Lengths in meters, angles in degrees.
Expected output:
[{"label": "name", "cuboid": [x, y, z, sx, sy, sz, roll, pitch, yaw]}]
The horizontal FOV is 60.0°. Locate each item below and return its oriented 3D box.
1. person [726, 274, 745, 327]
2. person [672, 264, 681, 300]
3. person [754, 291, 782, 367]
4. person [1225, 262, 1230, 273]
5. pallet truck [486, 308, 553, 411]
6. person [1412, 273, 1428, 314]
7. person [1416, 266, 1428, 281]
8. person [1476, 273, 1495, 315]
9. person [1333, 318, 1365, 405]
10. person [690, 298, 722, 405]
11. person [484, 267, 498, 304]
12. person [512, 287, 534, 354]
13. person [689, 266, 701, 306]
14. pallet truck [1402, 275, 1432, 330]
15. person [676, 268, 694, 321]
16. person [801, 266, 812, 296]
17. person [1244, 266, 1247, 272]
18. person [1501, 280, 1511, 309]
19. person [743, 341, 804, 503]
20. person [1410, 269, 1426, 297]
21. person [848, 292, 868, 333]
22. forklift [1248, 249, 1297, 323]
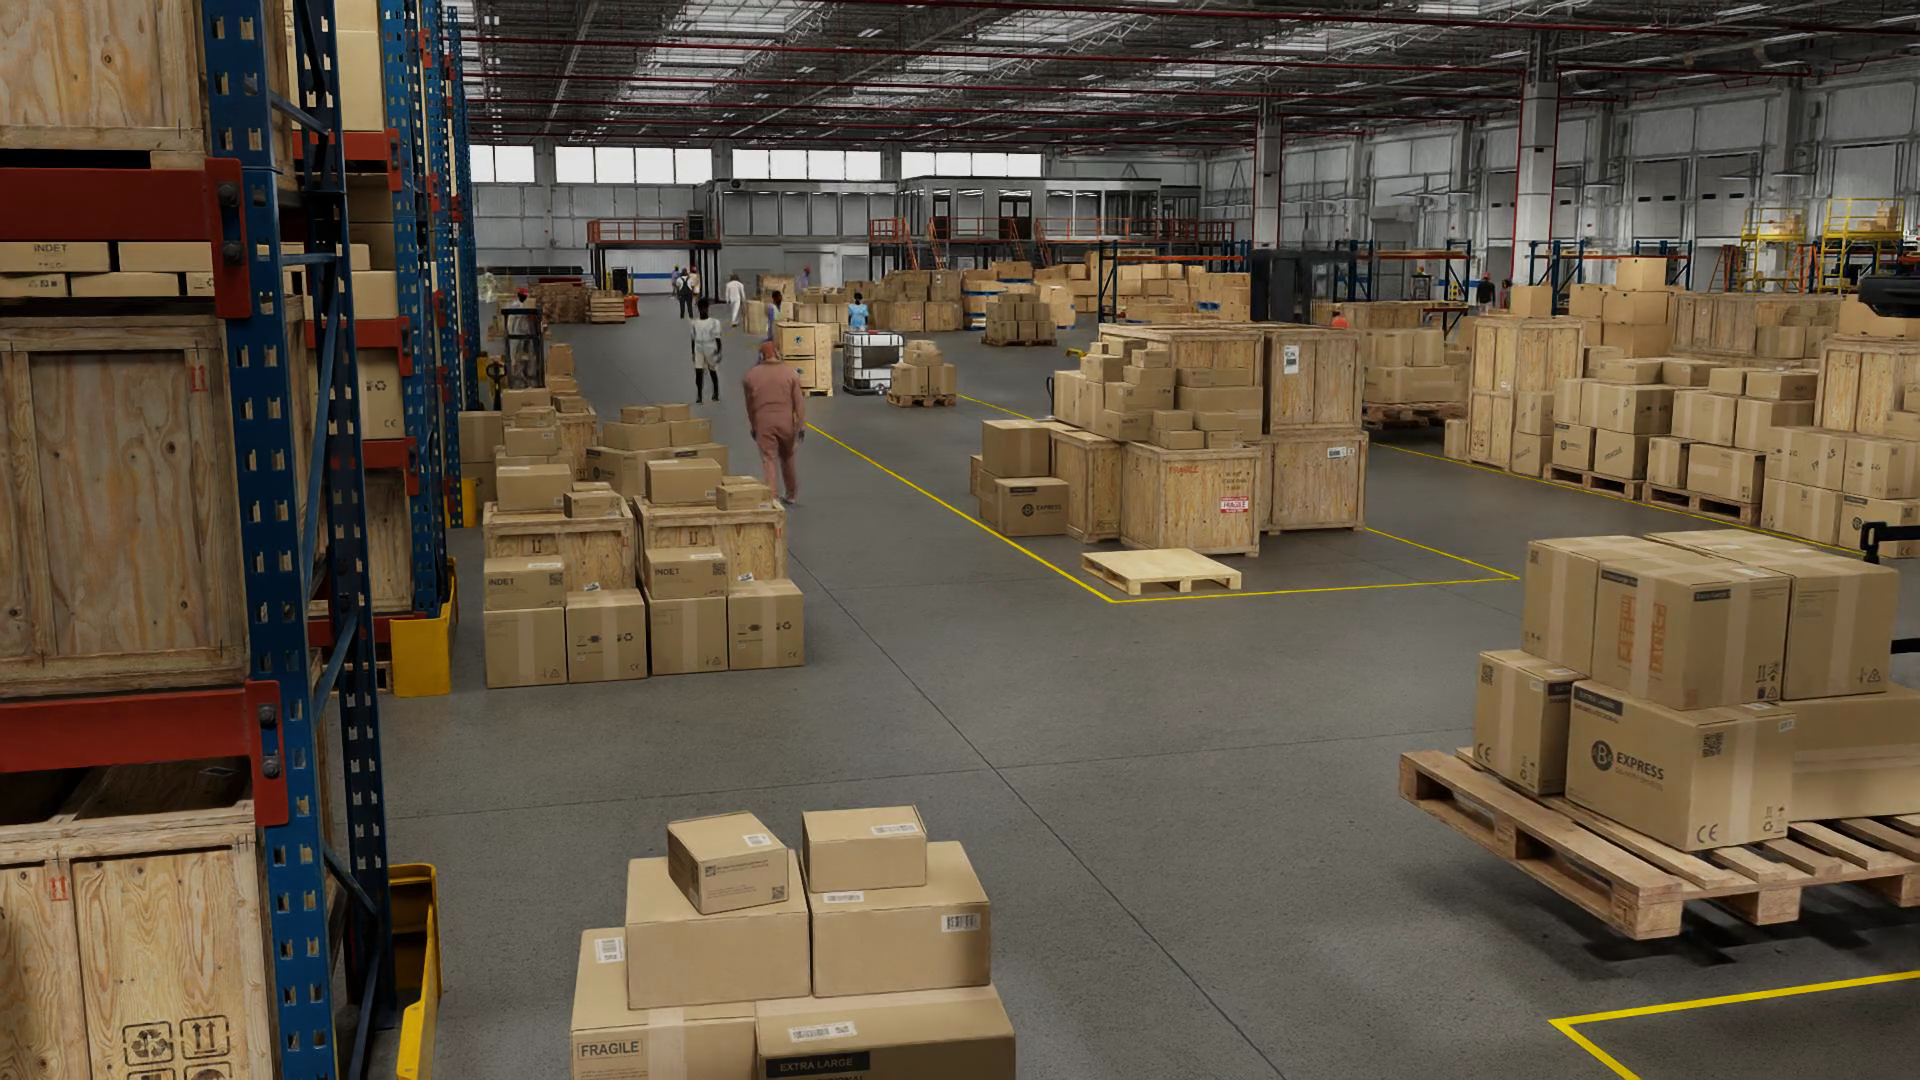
[{"label": "person", "cuboid": [-8.020, -8.521, 59.247, 0.636, 1.899, 1.004, 2, 10, 10]}, {"label": "person", "cuboid": [-15.210, -13.859, 89.380, 0.446, 1.916, 0.638, 8, 13, 37]}, {"label": "person", "cuboid": [-4.274, -4.755, 37.976, 0.991, 1.874, 0.606, 3, 10, 16]}, {"label": "person", "cuboid": [15.868, -15.540, 98.817, 0.403, 1.944, 0.605, 9, 13, 41]}, {"label": "pallet truck", "cuboid": [-6.242, -2.418, 24.362, 0.823, 1.965, 1.885, 1, 10, 3]}, {"label": "person", "cuboid": [17.657, -9.315, 63.859, 0.634, 1.841, 0.429, 5, 11, 24]}, {"label": "person", "cuboid": [21.045, -11.498, 75.868, 0.642, 1.971, 0.646, 3, 11, 19]}, {"label": "person", "cuboid": [18.344, -8.340, 58.034, 0.637, 1.959, 0.989, 3, 10, 14]}, {"label": "person", "cuboid": [4.933, -1.902, 21.595, 0.630, 1.936, 1.003, 2, 10, 11]}, {"label": "person", "cuboid": [-4.617, -3.453, 30.406, 0.605, 1.940, 0.896, 2, 10, 9]}, {"label": "person", "cuboid": [-23.290, -12.635, 82.638, 0.603, 1.851, 0.826, 9, 14, 42]}, {"label": "person", "cuboid": [-10.279, -5.044, 39.473, 0.809, 1.908, 0.578, 2, 10, 13]}, {"label": "person", "cuboid": [-12.852, -12.307, 80.591, 0.545, 1.924, 0.548, -5, 11, -26]}, {"label": "pallet truck", "cuboid": [14.620, -7.324, 52.145, 0.823, 1.965, 1.885, 8, 13, 40]}, {"label": "person", "cuboid": [-10.647, -9.509, 64.394, 0.678, 2.000, 0.536, -2, 10, -13]}, {"label": "person", "cuboid": [-6.808, -11.170, 73.966, 1.061, 1.991, 0.609, 5, 11, 27]}, {"label": "person", "cuboid": [13.776, -12.171, 79.827, 0.548, 1.917, 0.636, 10, 14, 44]}, {"label": "person", "cuboid": [16.807, -7.129, 51.480, 0.522, 1.845, 0.734, -8, 13, -39]}, {"label": "person", "cuboid": [-2.035, -1.250, 18.219, 0.651, 1.848, 0.981, -2, 10, -10]}, {"label": "person", "cuboid": [19.185, -10.384, 69.707, 0.623, 1.909, 0.470, 2, 10, 11]}, {"label": "person", "cuboid": [-2.647, -5.583, 43.152, 0.556, 1.680, 0.398, 1, 10, 7]}, {"label": "forklift", "cuboid": [4.461, -2.805, 24.057, 1.873, 2.768, 1.129, -3, 10, -15]}]
